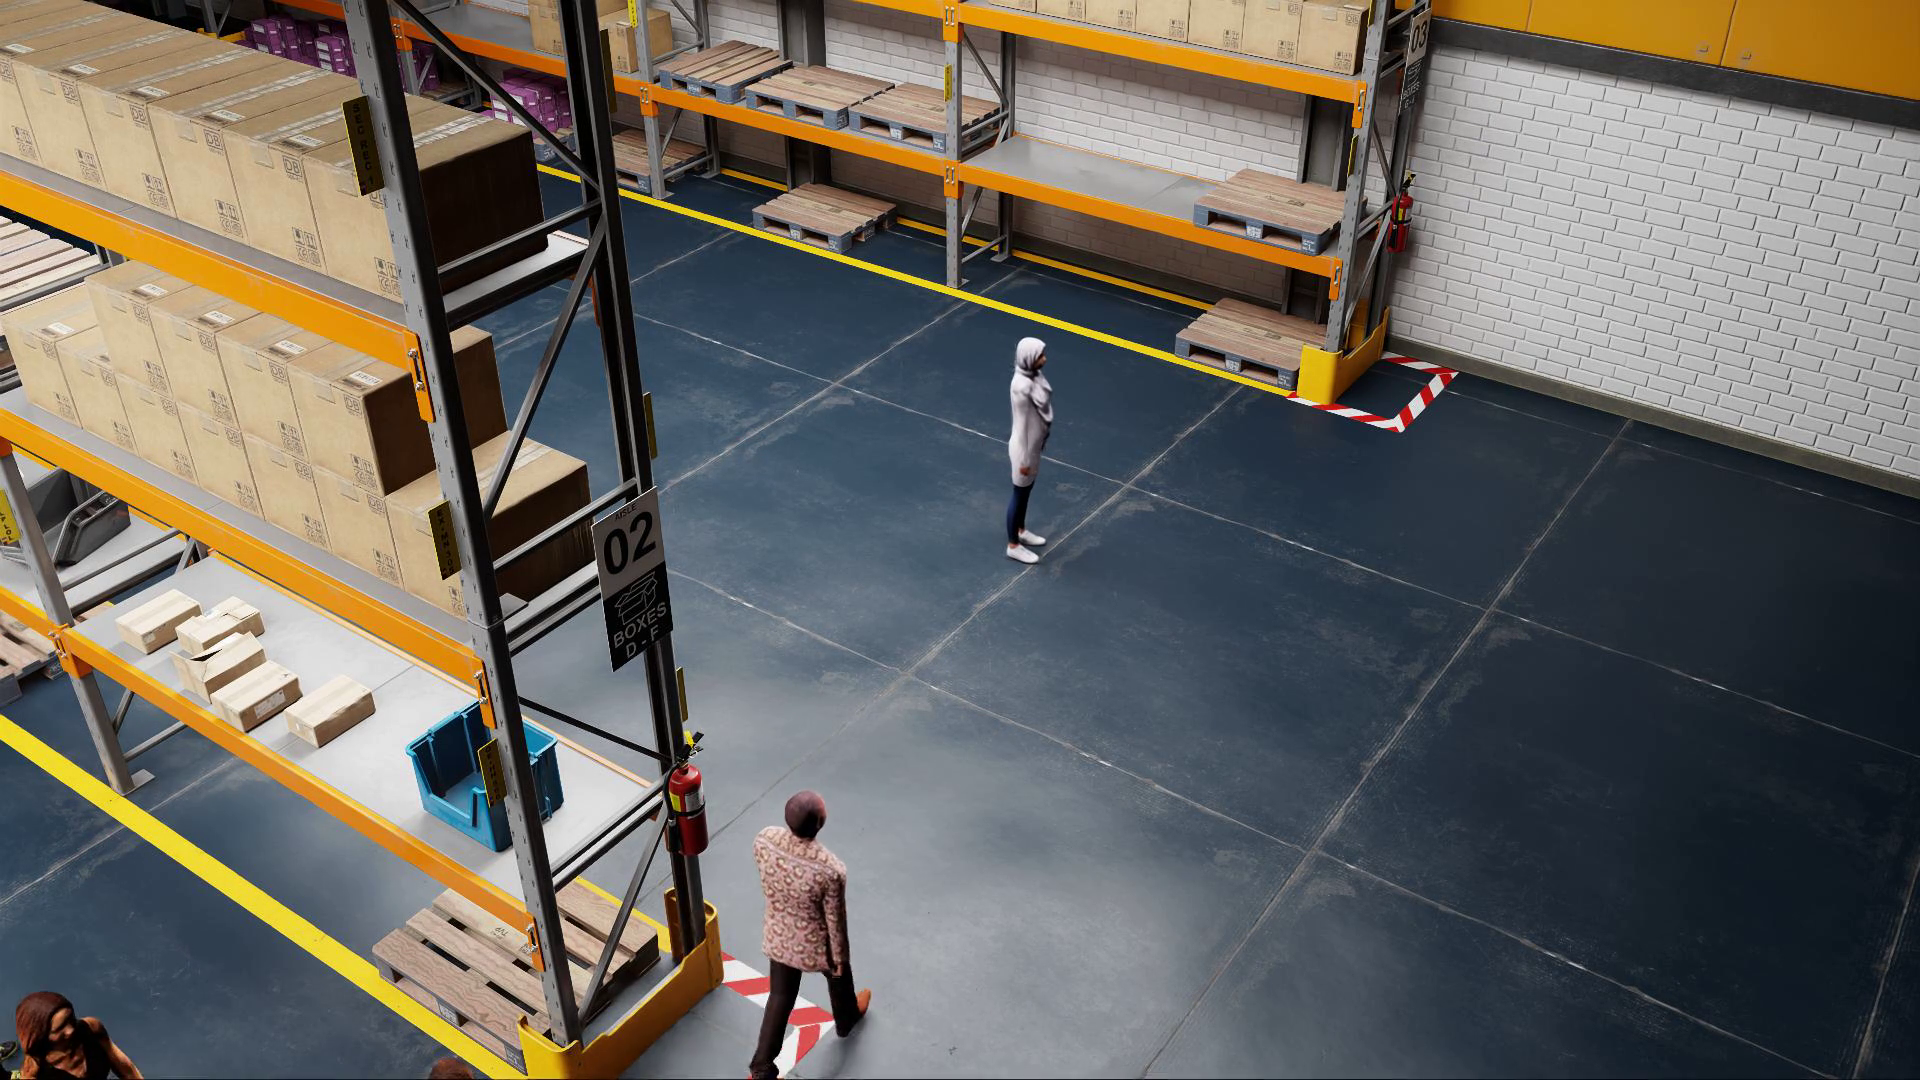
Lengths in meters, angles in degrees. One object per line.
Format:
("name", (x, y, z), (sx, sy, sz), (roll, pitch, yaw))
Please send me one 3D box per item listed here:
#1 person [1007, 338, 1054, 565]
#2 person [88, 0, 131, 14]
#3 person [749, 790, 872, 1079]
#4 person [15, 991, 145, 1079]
("person", (0.480, -0.670, 12.128), (0.641, 1.776, 0.676), (9, 35, 14))
("person", (-10.921, -6.798, 21.417), (0.717, 1.699, 0.722), (-17, 37, -24))
("person", (-0.810, 1.977, 8.129), (1.144, 1.795, 0.907), (13, 36, 18))
("person", (-3.826, 2.591, 7.223), (1.256, 1.775, 0.901), (8, 34, 11))
